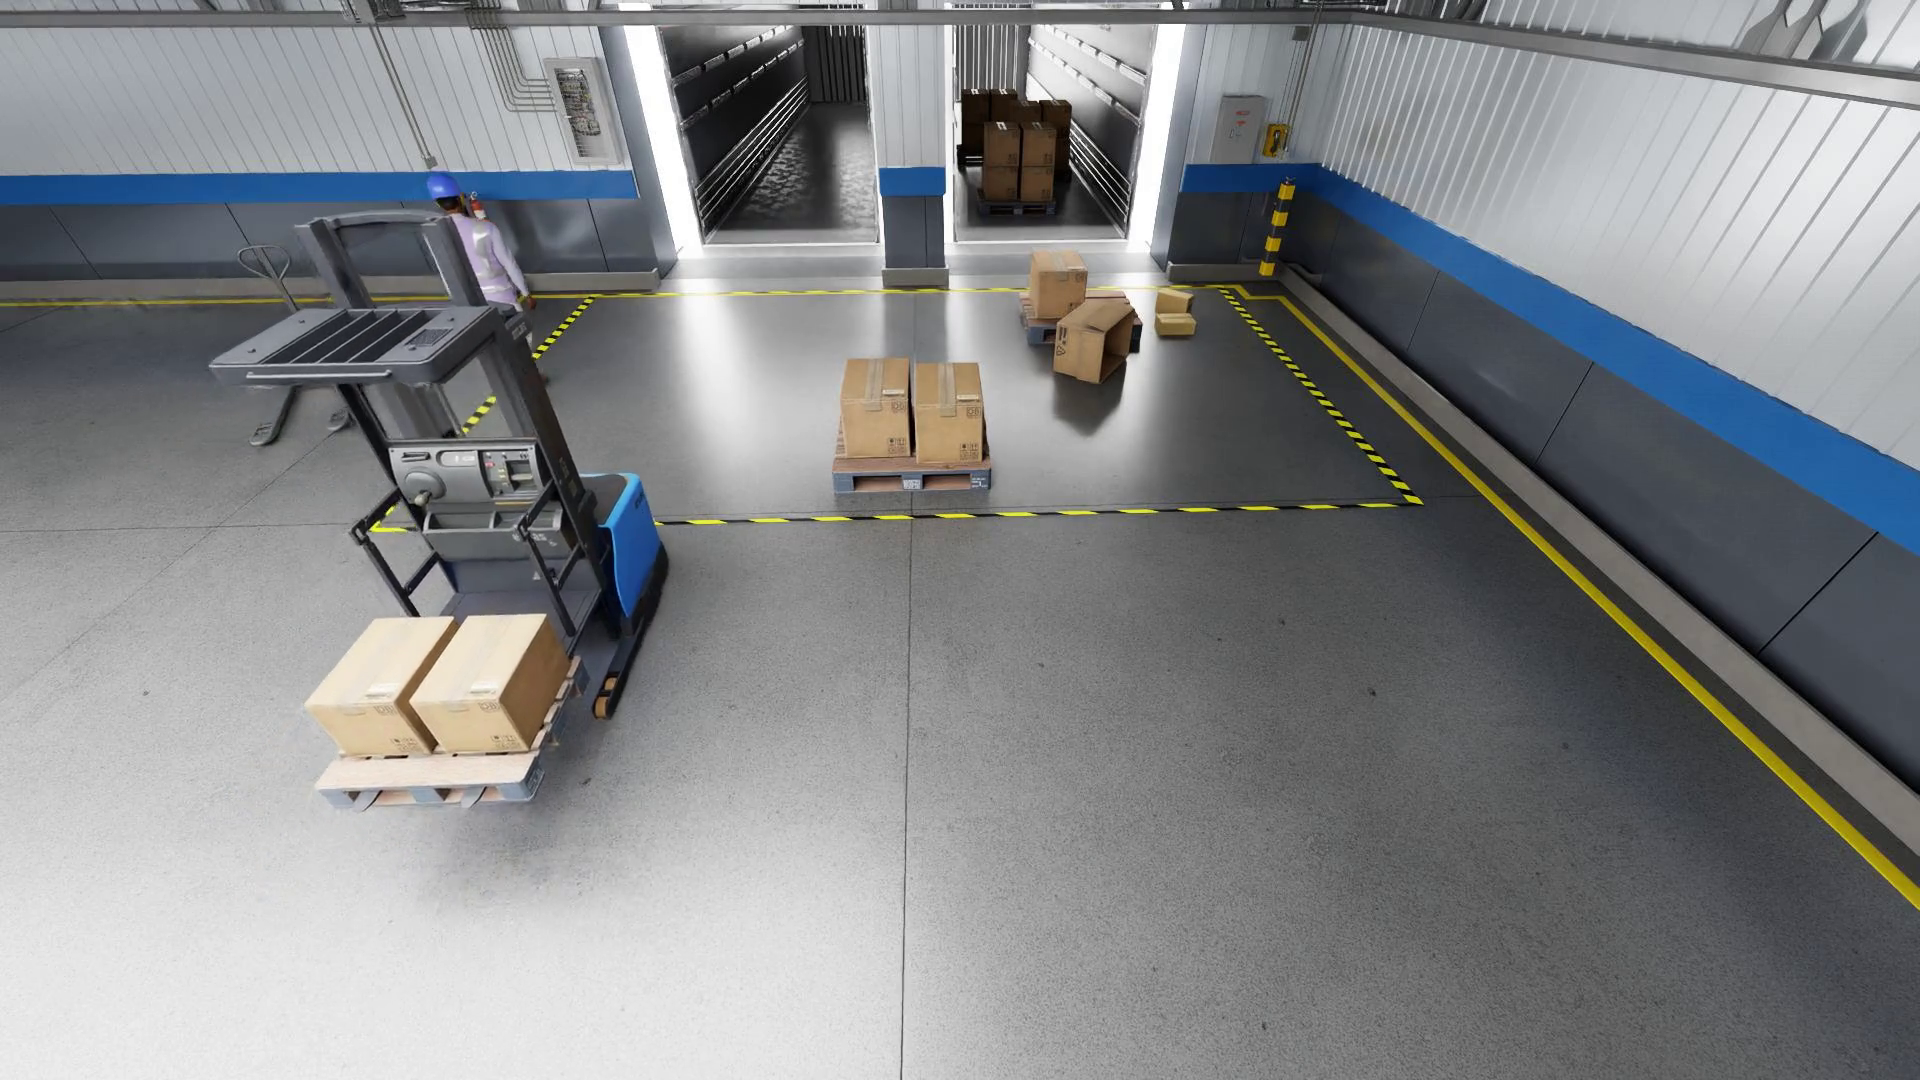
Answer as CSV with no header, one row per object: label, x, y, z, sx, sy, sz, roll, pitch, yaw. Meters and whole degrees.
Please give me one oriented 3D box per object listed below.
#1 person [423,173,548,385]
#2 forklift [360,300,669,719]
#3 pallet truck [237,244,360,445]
person,-3.996,-2.029,6.198,0.616,1.911,0.857,-1,38,-1
forklift,-2.280,-0.334,3.959,0.716,2.013,0.776,-1,38,-2
pallet truck,-5.915,-1.733,6.366,0.680,1.201,1.601,-18,42,-21
